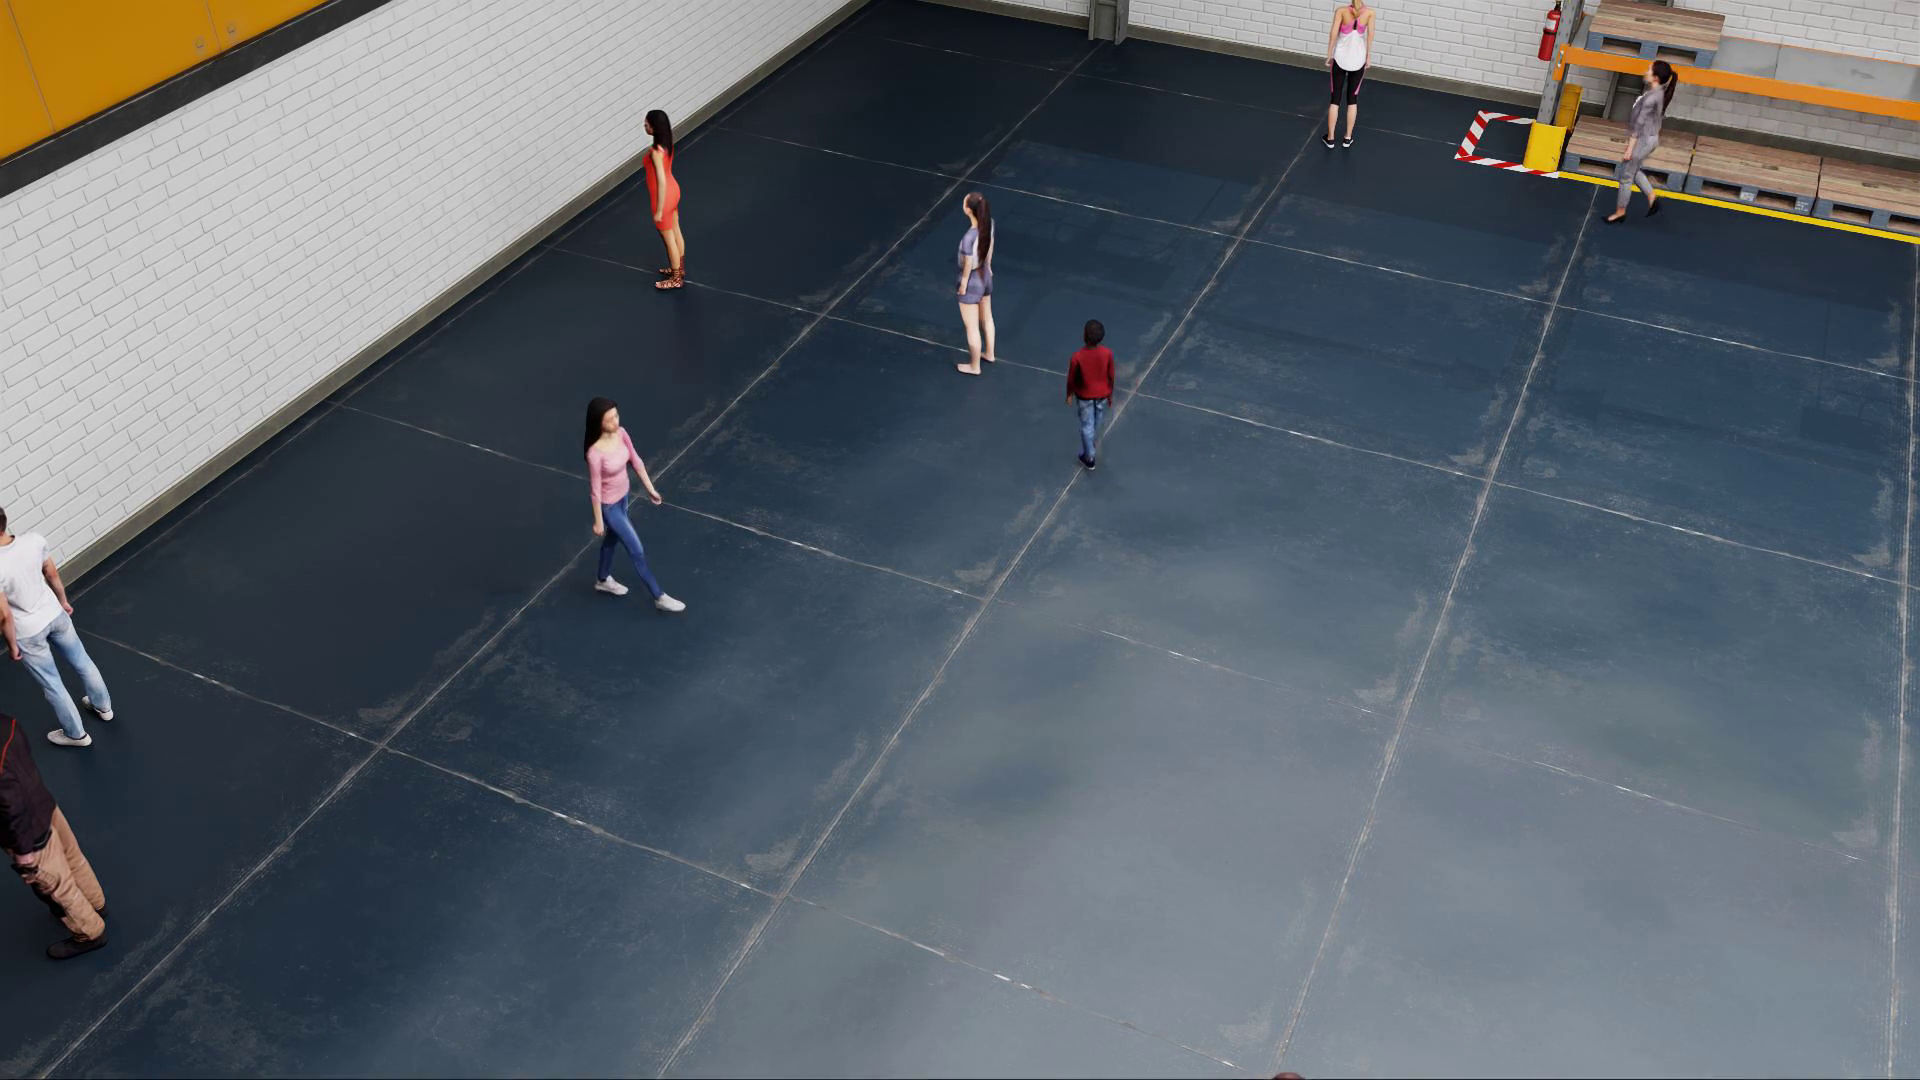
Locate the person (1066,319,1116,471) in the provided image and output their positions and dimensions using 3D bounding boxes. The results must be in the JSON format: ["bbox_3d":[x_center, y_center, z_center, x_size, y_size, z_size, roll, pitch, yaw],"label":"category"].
[{"bbox_3d":[1.051,-1.110,12.960,0.811,1.230,0.855,-11,40,-13],"label":"person"}]

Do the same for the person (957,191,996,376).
[{"bbox_3d":[0.143,-2.155,13.932,0.544,1.649,0.618,22,43,25],"label":"person"}]

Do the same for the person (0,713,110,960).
[{"bbox_3d":[-5.091,1.542,9.082,0.826,1.924,0.786,-10,40,-12],"label":"person"}]

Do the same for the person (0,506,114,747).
[{"bbox_3d":[-5.773,0.521,10.420,0.563,1.851,0.668,12,40,15],"label":"person"}]

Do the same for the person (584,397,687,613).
[{"bbox_3d":[-2.462,-0.277,11.528,1.009,1.715,0.655,12,40,14],"label":"person"}]

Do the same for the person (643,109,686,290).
[{"bbox_3d":[-2.664,-3.084,15.039,0.645,1.719,0.656,2,39,3],"label":"person"}]

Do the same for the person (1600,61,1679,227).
[{"bbox_3d":[6.597,-3.746,15.912,0.826,1.665,0.714,26,45,29],"label":"person"}]

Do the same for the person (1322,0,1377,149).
[{"bbox_3d":[4.047,-4.977,17.355,0.587,1.786,0.738,2,39,3],"label":"person"}]
